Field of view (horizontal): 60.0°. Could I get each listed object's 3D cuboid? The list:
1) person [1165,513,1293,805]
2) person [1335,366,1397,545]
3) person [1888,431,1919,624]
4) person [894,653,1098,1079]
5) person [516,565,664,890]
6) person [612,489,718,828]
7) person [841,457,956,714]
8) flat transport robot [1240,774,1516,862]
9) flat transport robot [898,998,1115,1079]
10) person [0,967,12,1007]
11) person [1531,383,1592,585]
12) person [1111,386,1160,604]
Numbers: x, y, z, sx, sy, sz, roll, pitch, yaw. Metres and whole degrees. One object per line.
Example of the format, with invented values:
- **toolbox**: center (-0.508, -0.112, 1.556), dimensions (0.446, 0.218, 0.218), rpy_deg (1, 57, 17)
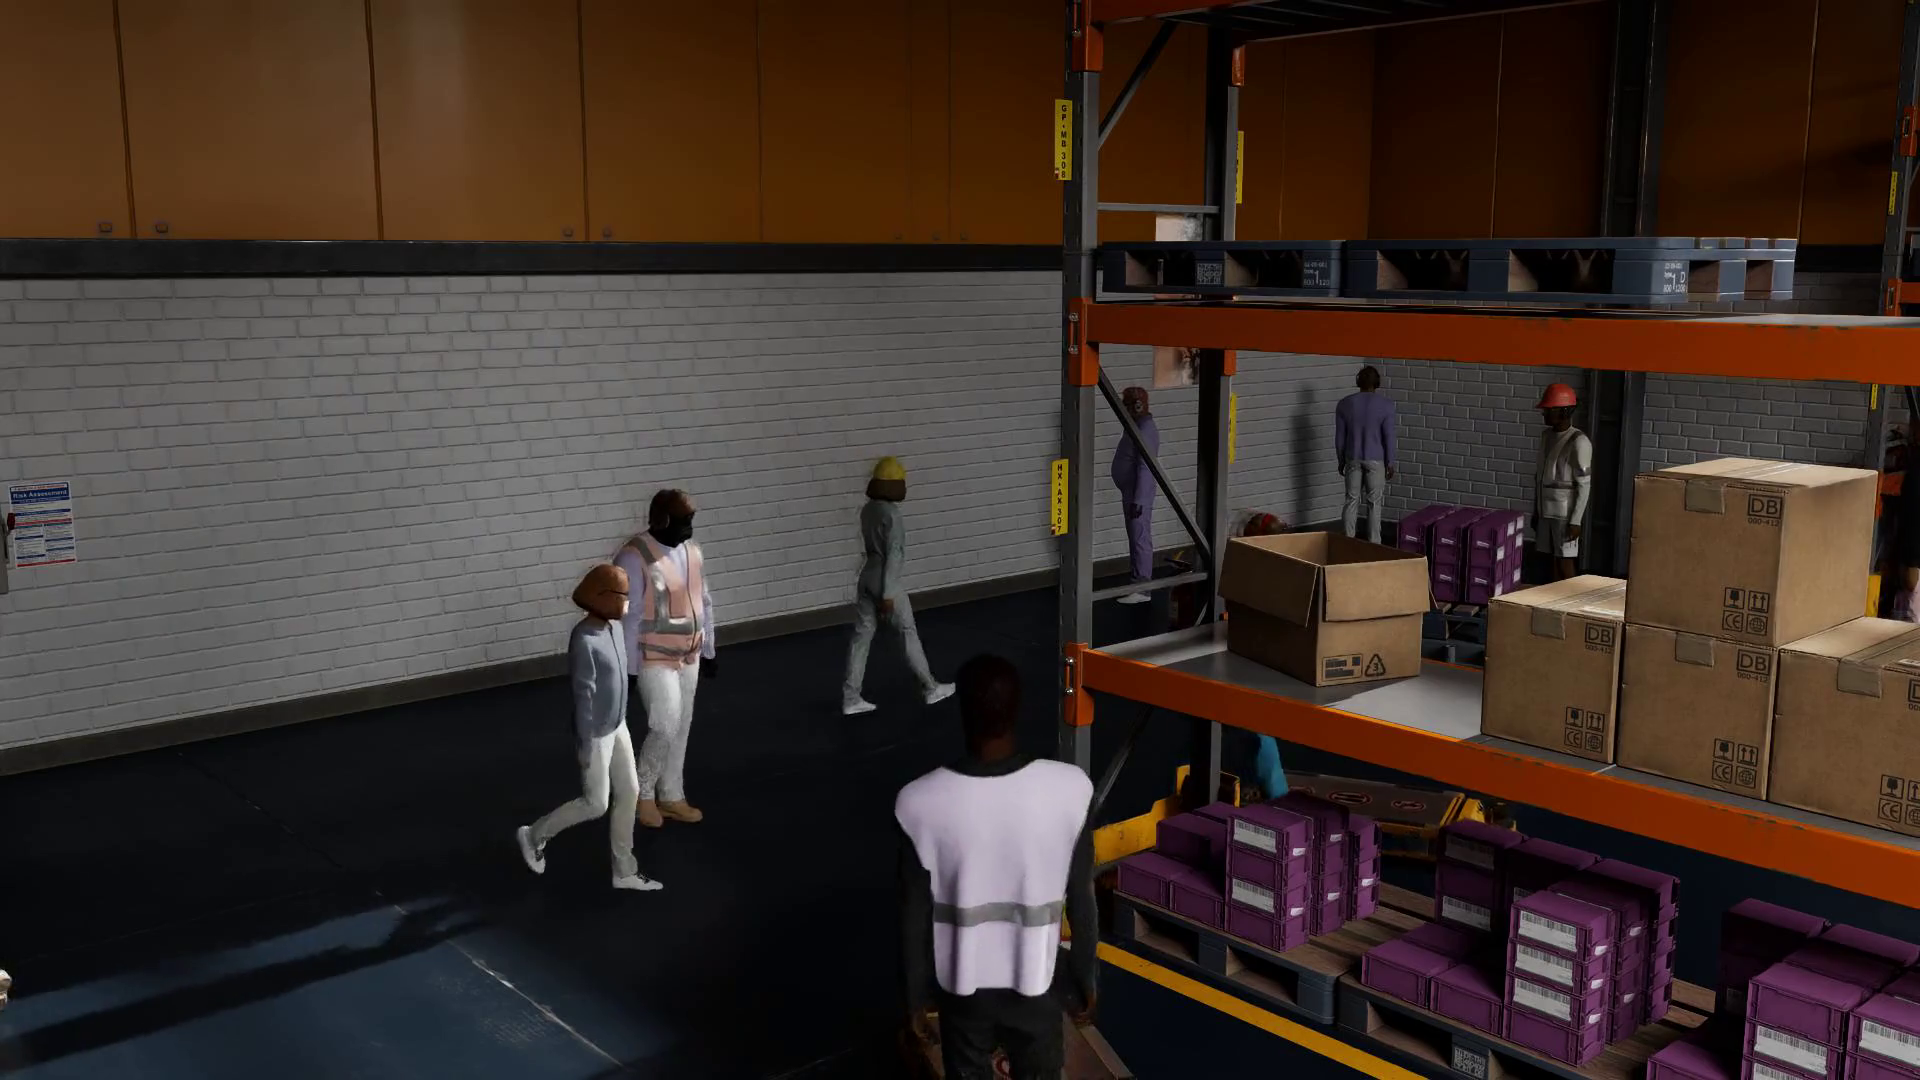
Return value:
- **person**: center (1.422, 0.738, 8.326), dimensions (0.942, 1.777, 0.551), rpy_deg (0, 10, 2)
- **person**: center (4.096, -0.789, 16.799), dimensions (0.630, 1.940, 0.371), rpy_deg (6, 11, 32)
- **person**: center (6.536, 0.120, 11.368), dimensions (0.626, 1.978, 0.747), rpy_deg (-7, 12, -34)
- **person**: center (0.112, 1.277, 4.806), dimensions (0.611, 1.902, 0.670), rpy_deg (-1, 10, -3)
- **person**: center (-1.772, 0.903, 7.885), dimensions (0.625, 1.612, 0.502), rpy_deg (2, 10, 12)
- **person**: center (-1.559, 0.629, 8.835), dimensions (0.430, 1.824, 0.660), rpy_deg (5, 11, 29)
- **person**: center (-0.429, 0.299, 11.086), dimensions (0.871, 1.701, 0.502), rpy_deg (-6, 11, -32)
- **flat transport robot**: center (2.102, 1.437, 8.635), dimensions (1.431, 0.197, 0.652), rpy_deg (5, 11, 25)
- **flat transport robot**: center (0.264, 1.934, 5.724), dimensions (0.652, 0.197, 1.431), rpy_deg (-3, 10, -15)
- **person**: center (-4.198, 1.035, 6.402), dimensions (0.915, 1.843, 0.626), rpy_deg (1, 10, 6)
- **person**: center (4.708, -0.222, 13.170), dimensions (0.394, 2.042, 0.611), rpy_deg (-2, 10, -12)
- **person**: center (1.530, -0.397, 14.599), dimensions (0.409, 1.908, 0.639), rpy_deg (0, 10, 0)
